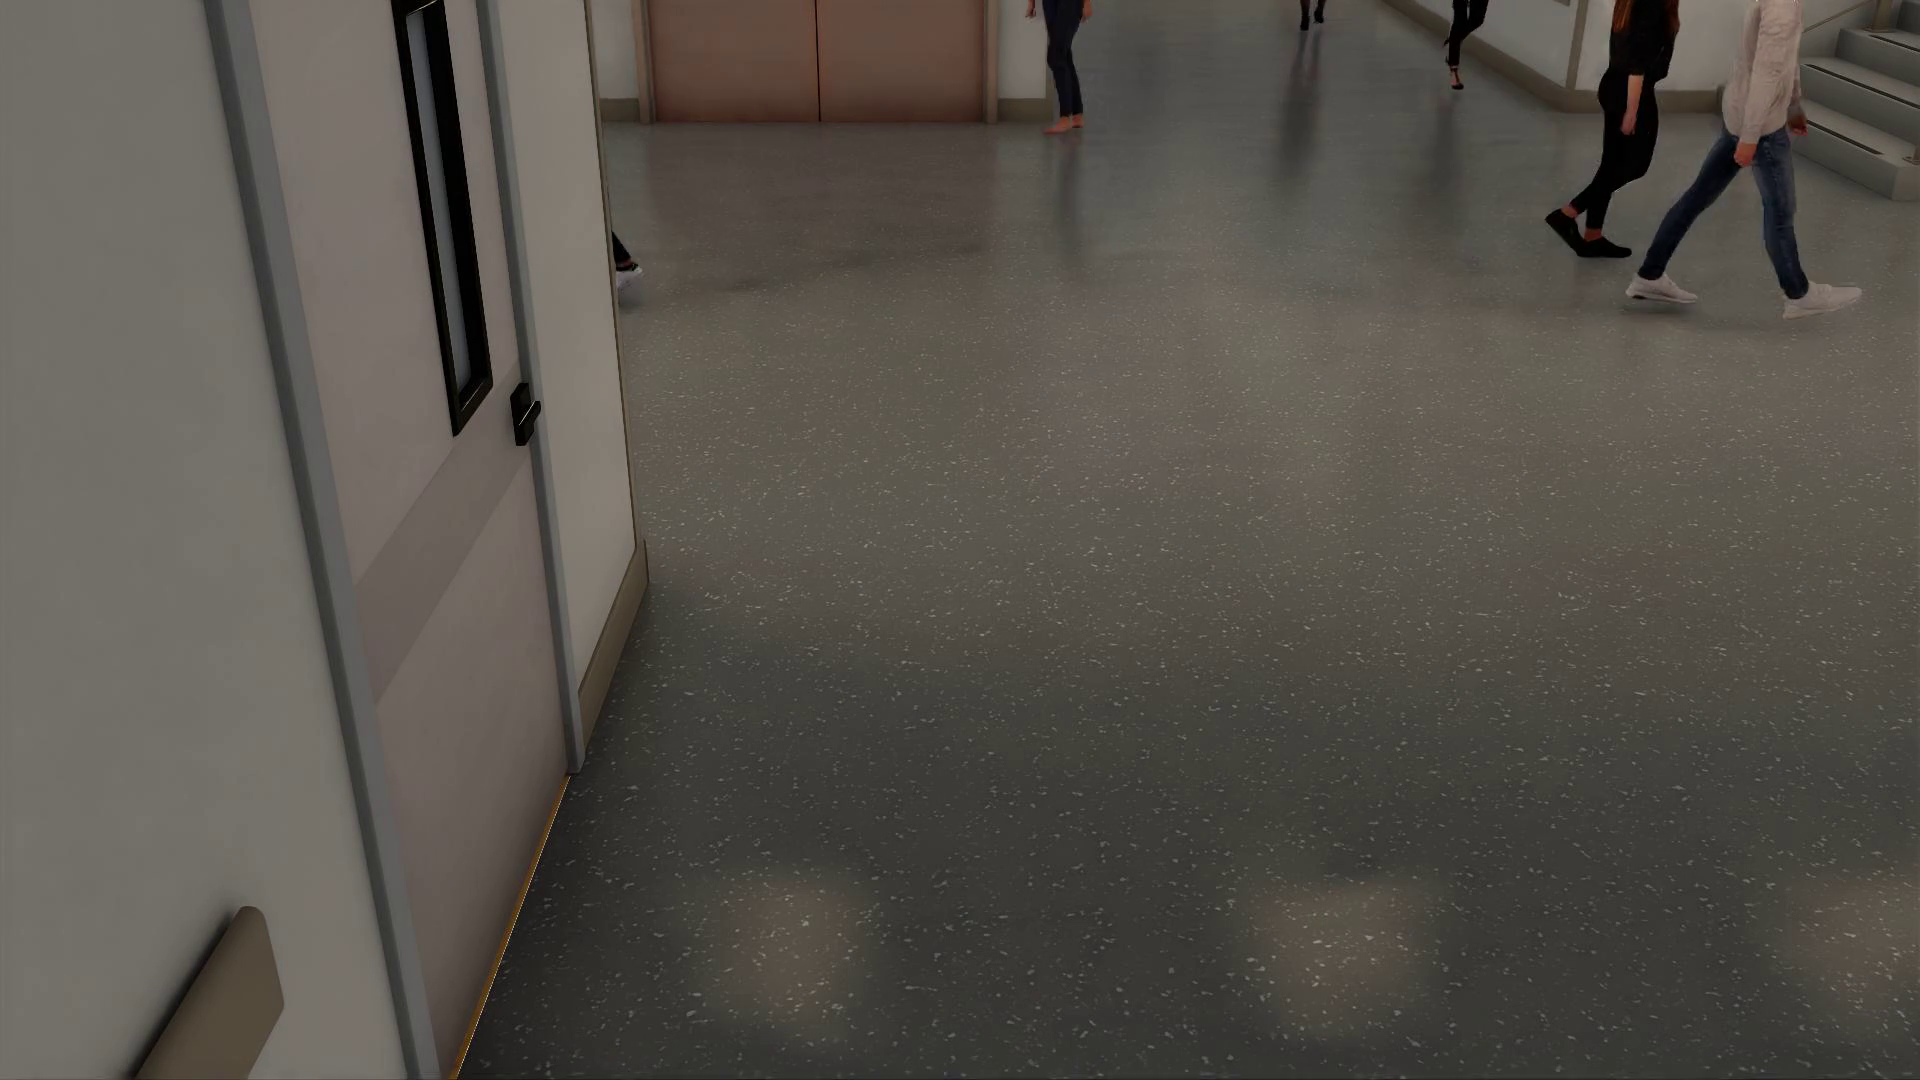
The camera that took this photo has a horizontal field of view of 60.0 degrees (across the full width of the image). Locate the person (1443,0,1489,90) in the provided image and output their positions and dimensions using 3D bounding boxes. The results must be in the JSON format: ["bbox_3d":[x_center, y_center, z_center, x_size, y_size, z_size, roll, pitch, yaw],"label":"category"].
[{"bbox_3d":[3.893,-4.354,12.804,0.765,1.689,0.740,-3,26,-6],"label":"person"}]

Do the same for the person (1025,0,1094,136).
[{"bbox_3d":[0.768,-3.674,11.328,0.847,1.745,0.790,-21,33,-37],"label":"person"}]

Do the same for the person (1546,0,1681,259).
[{"bbox_3d":[3.289,-2.252,8.434,0.735,1.697,0.628,2,26,4],"label":"person"}]

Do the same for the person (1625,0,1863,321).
[{"bbox_3d":[3.505,-1.893,7.562,1.308,1.808,0.942,8,27,16],"label":"person"}]
